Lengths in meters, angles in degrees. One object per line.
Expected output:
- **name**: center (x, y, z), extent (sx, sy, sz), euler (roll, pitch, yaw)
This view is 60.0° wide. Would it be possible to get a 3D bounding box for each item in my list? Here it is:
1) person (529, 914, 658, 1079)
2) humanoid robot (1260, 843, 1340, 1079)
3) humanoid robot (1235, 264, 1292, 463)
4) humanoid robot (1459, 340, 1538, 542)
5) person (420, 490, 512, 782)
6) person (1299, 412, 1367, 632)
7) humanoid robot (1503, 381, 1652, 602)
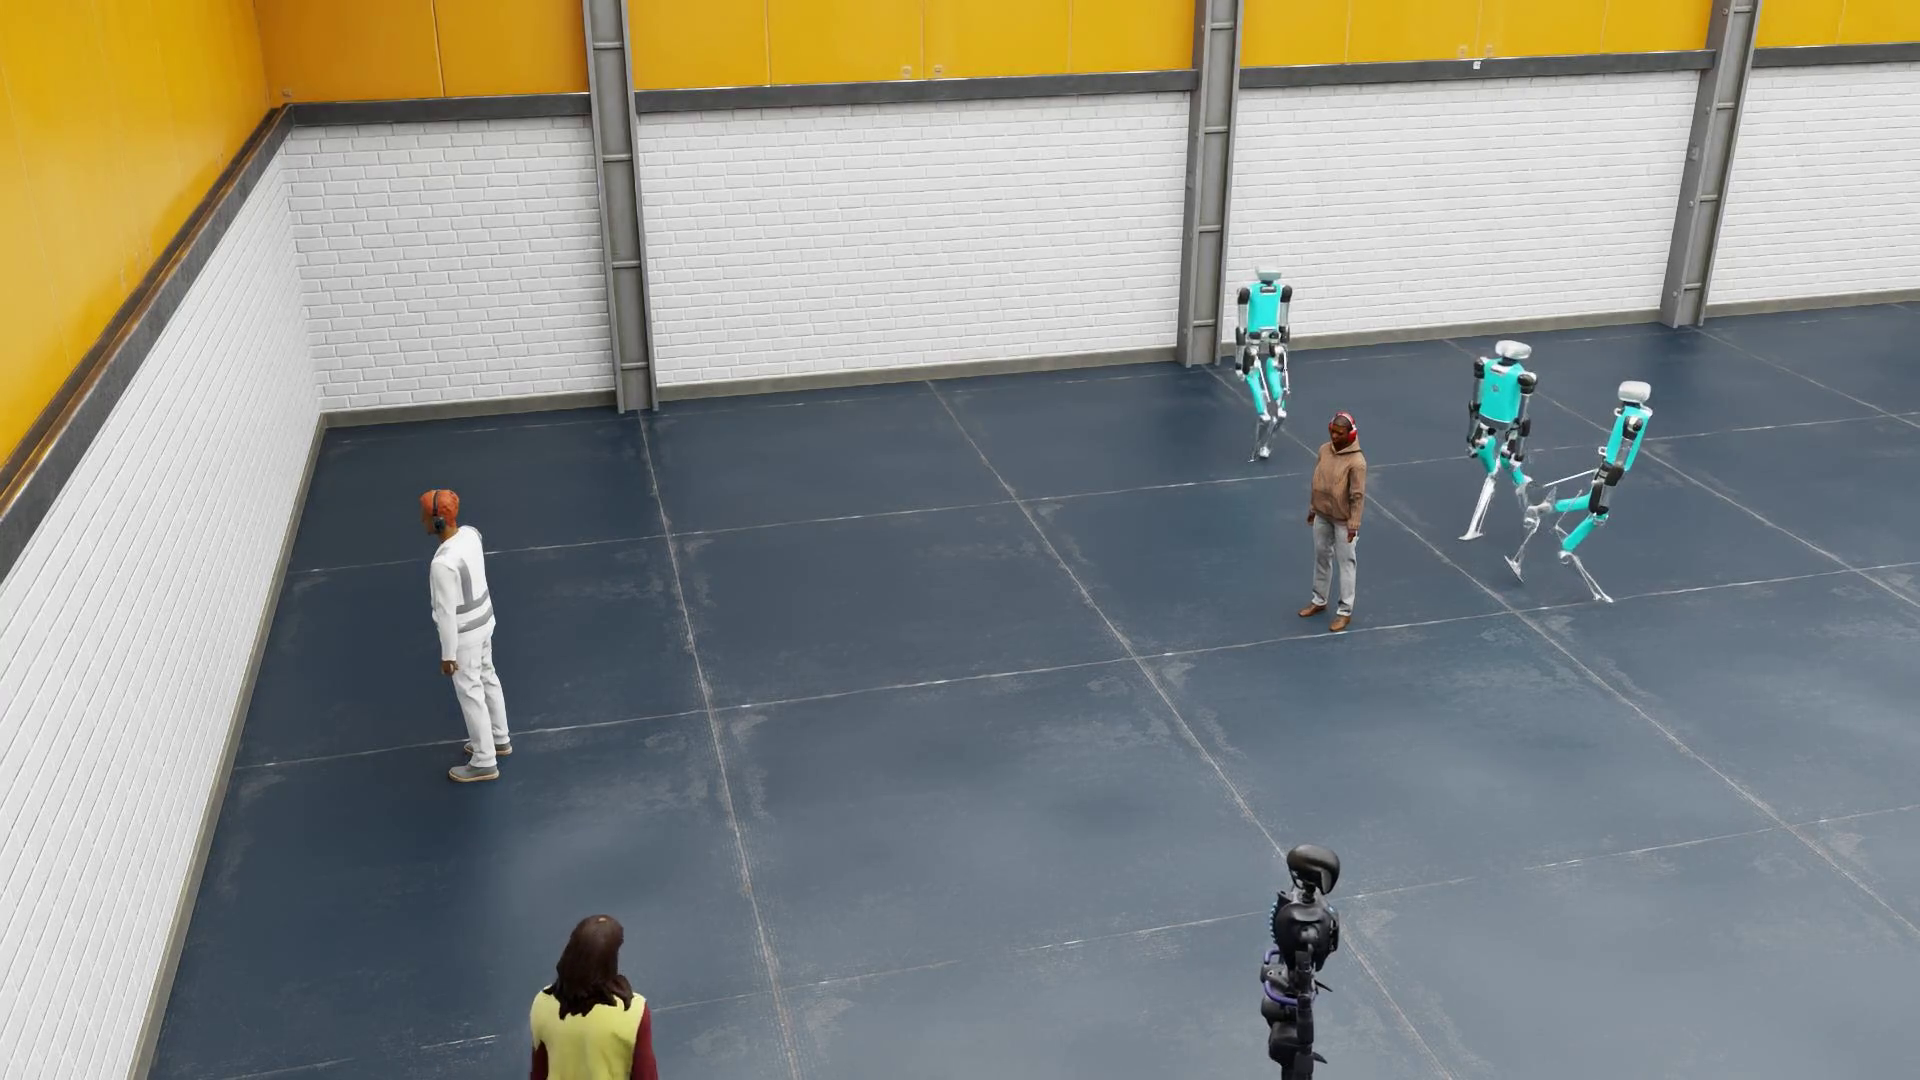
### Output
- **person**: center (-1.423, 2.265, 6.418), extent (0.512, 1.726, 0.885), euler (6, 25, 14)
- **humanoid robot**: center (1.381, 1.981, 7.112), extent (0.462, 1.652, 0.600), euler (3, 24, 8)
- **humanoid robot**: center (2.817, -1.535, 15.070), extent (0.563, 1.812, 0.765), euler (-8, 25, -17)
- **humanoid robot**: center (4.467, -0.777, 13.394), extent (0.881, 1.843, 0.570), euler (-19, 30, -36)
- **person**: center (-3.003, 0.567, 10.085), extent (0.350, 1.876, 0.571), euler (1, 24, 2)
- **person**: center (2.718, -0.152, 11.998), extent (0.308, 1.647, 0.464), euler (-17, 29, -33)
- **humanoid robot**: center (4.525, -0.364, 12.441), extent (1.025, 1.771, 0.546), euler (9, 25, 20)
